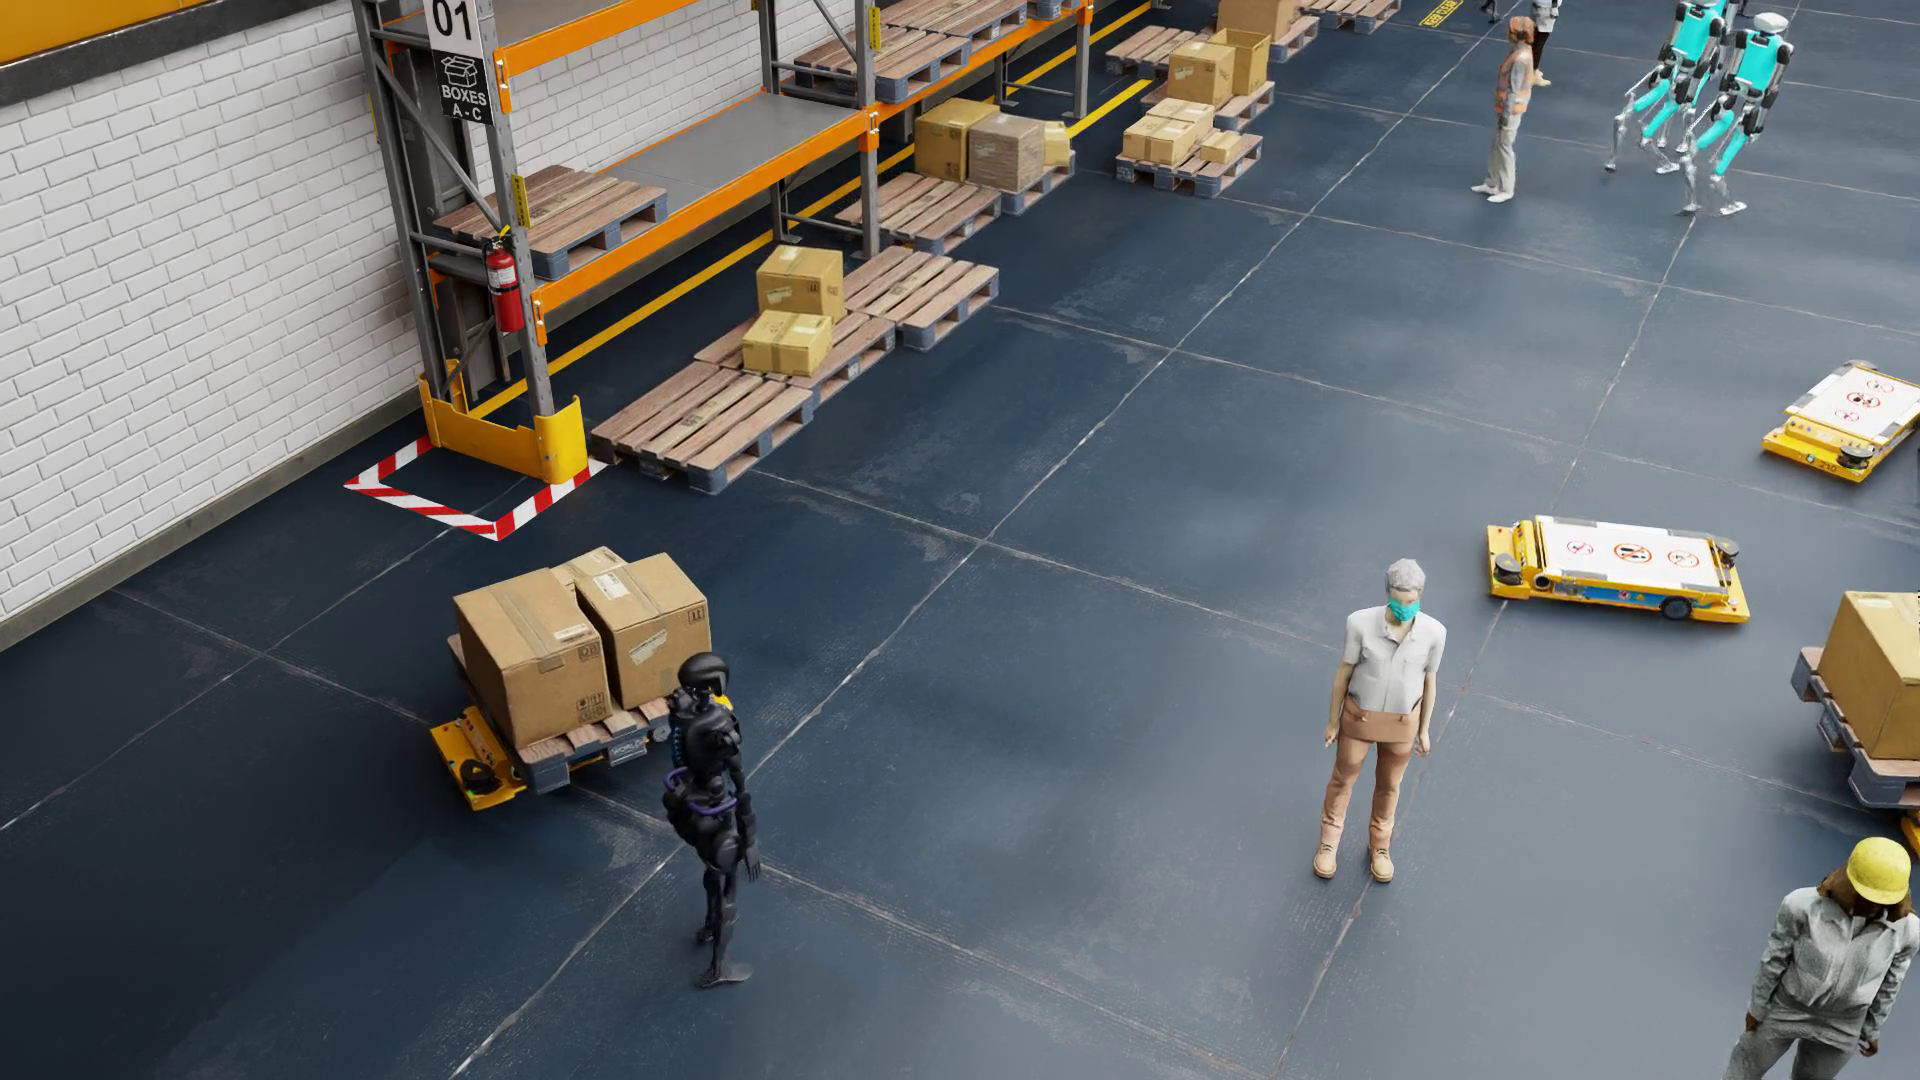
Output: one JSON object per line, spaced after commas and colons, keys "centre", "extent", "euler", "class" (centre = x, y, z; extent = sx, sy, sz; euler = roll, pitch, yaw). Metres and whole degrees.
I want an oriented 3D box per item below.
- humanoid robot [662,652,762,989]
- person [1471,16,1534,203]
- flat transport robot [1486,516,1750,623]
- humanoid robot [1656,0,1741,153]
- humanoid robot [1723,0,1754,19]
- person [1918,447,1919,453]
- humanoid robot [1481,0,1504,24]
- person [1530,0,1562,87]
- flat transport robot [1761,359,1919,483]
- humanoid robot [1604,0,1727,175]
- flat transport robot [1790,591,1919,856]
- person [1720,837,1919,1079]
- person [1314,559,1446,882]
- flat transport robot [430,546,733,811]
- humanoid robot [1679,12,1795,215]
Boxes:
{"centre": [-1.082, 1.172, 7.098], "extent": [0.394, 1.649, 0.585], "euler": [-27, 42, -34], "class": "humanoid robot"}
{"centre": [4.827, -3.788, 14.645], "extent": [0.377, 1.627, 0.528], "euler": [10, 35, 15], "class": "person"}
{"centre": [3.896, 0.165, 9.899], "extent": [1.431, 0.231, 0.659], "euler": [7, 34, 10], "class": "flat transport robot"}
{"centre": [6.814, -4.452, 15.466], "extent": [0.530, 1.696, 0.746], "euler": [17, 37, 24], "class": "humanoid robot"}
{"centre": [9.240, -6.943, 19.411], "extent": [0.477, 1.663, 0.602], "euler": [14, 36, 20], "class": "humanoid robot"}
{"centre": [6.673, -1.370, 10.801], "extent": [0.380, 1.836, 0.563], "euler": [25, 41, 33], "class": "person"}
{"centre": [6.352, -6.863, 19.302], "extent": [0.601, 1.626, 0.785], "euler": [-4, 34, -7], "class": "humanoid robot"}
{"centre": [6.132, -5.608, 17.336], "extent": [0.316, 1.696, 0.539], "euler": [1, 33, 2], "class": "person"}
{"centre": [6.143, -0.834, 11.410], "extent": [1.431, 0.231, 0.659], "euler": [-28, 43, -35], "class": "flat transport robot"}
{"centre": [6.263, -4.050, 14.968], "extent": [0.982, 1.758, 0.568], "euler": [-11, 35, -16], "class": "humanoid robot"}
{"centre": [4.969, 1.115, 8.460], "extent": [0.659, 0.231, 1.431], "euler": [2, 34, 3], "class": "flat transport robot"}
{"centre": [3.160, 1.761, 6.146], "extent": [0.483, 1.744, 0.302], "euler": [9, 34, 13], "class": "person"}
{"centre": [1.903, 0.821, 7.565], "extent": [0.491, 1.744, 0.304], "euler": [4, 34, 6], "class": "person"}
{"centre": [-1.989, 0.921, 8.755], "extent": [1.431, 0.231, 0.659], "euler": [-20, 38, -27], "class": "flat transport robot"}
{"centre": [6.567, -3.579, 14.232], "extent": [0.898, 1.768, 0.547], "euler": [-17, 37, -24], "class": "humanoid robot"}
